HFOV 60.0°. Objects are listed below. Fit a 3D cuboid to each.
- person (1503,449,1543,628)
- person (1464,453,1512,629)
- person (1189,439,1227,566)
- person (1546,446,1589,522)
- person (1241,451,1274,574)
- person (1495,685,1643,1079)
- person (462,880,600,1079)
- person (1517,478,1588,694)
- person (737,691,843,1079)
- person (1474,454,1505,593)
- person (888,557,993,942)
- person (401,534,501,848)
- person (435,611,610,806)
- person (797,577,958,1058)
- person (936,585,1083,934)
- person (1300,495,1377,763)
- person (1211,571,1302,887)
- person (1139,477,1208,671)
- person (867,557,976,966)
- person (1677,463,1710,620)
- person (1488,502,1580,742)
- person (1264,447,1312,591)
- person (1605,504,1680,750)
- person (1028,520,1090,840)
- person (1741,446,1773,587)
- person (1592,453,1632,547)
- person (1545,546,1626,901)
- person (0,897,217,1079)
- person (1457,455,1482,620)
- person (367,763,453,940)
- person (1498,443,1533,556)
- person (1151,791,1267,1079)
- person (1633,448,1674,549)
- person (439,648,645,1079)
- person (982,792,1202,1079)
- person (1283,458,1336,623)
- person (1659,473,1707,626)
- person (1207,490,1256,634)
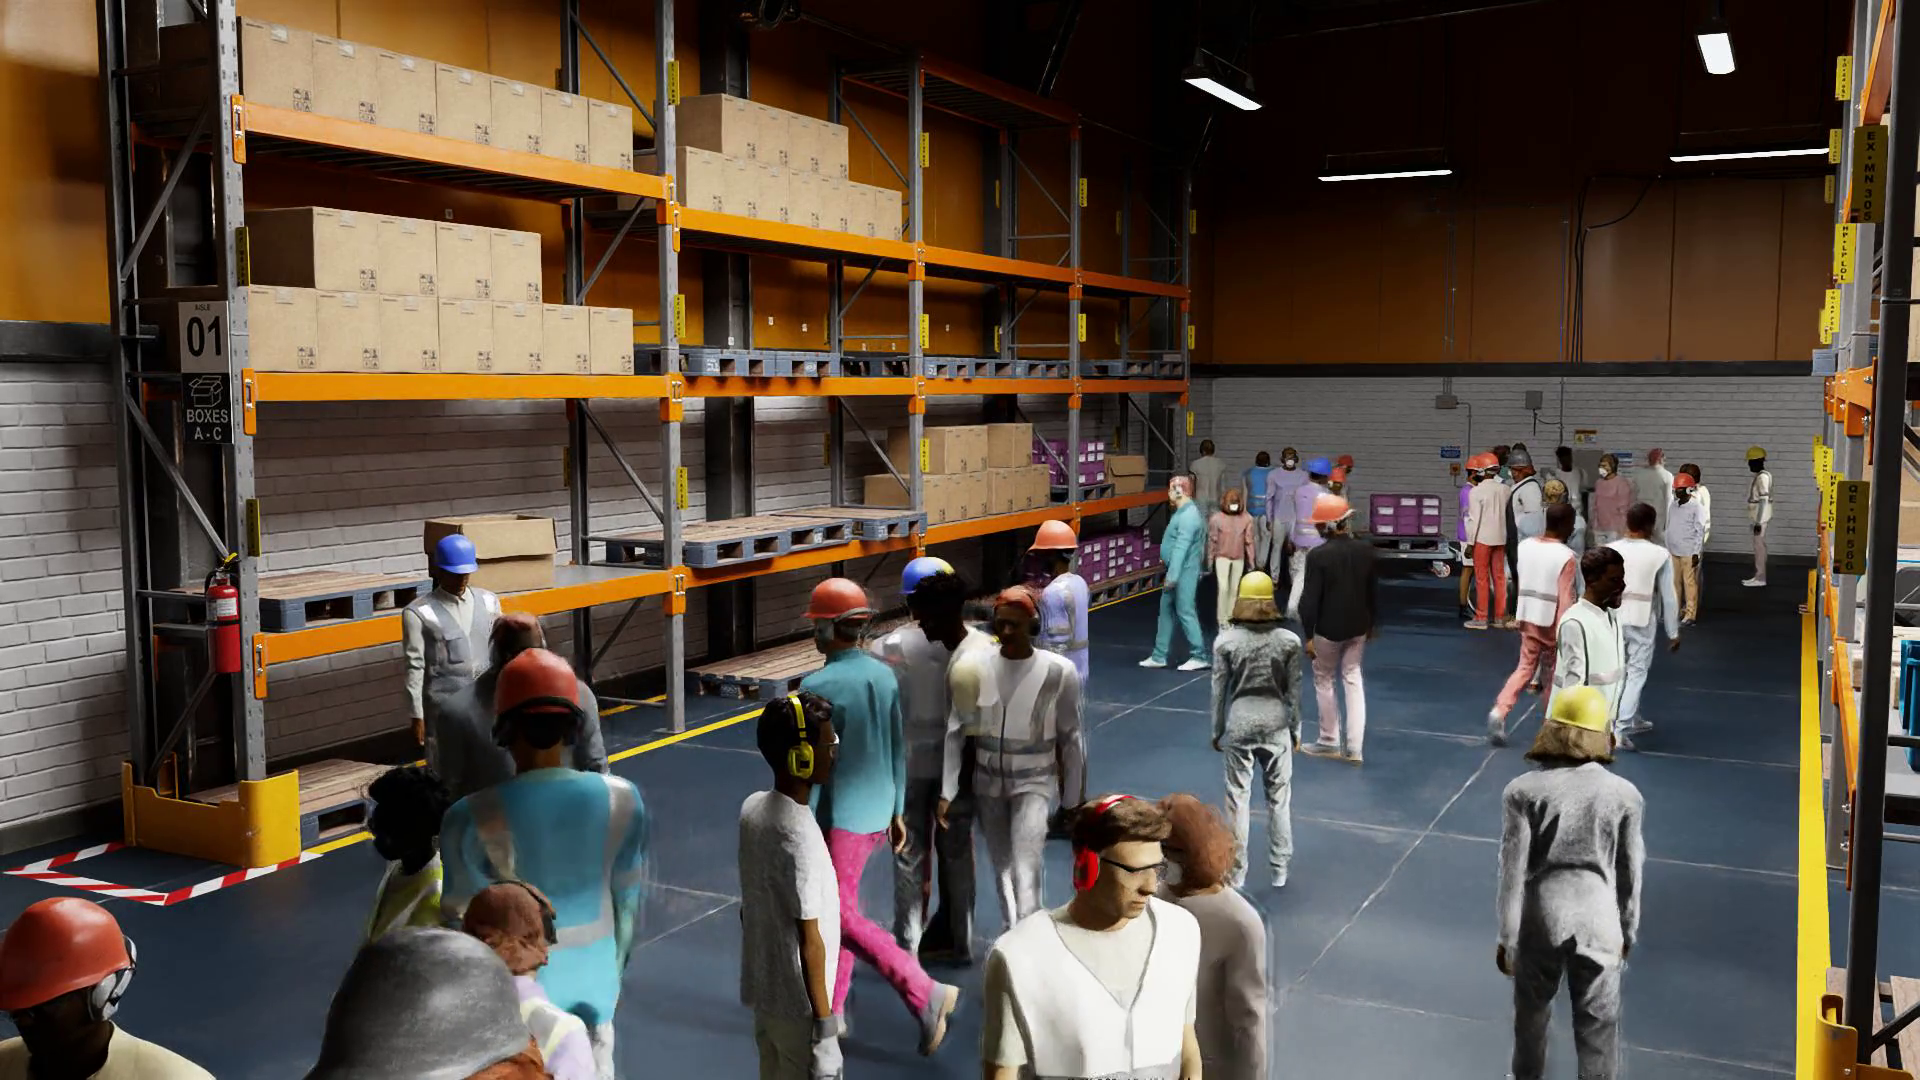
[{"bbox_3d":[6.331,-0.021,18.902,0.536,2.000,0.682,1,5,8],"label":"person"},{"bbox_3d":[5.952,0.012,18.783,0.609,1.996,0.383,-3,6,-27],"label":"person"},{"bbox_3d":[3.751,-0.565,25.300,0.635,1.938,0.360,-2,6,-20],"label":"person"},{"bbox_3d":[8.690,-0.400,23.798,0.629,1.903,0.847,1,5,10],"label":"person"},{"bbox_3d":[4.432,-0.409,24.370,0.637,1.806,0.930,2,6,16],"label":"person"},{"bbox_3d":[2.125,1.367,5.832,0.515,1.688,0.924,1,5,9],"label":"person"},{"bbox_3d":[-1.024,1.594,3.834,0.561,1.606,0.485,5,7,45],"label":"person"},{"bbox_3d":[5.249,0.417,14.737,0.629,1.940,0.373,5,7,40],"label":"person"},{"bbox_3d":[-0.471,1.369,4.859,0.329,1.872,0.511,-3,6,-28],"label":"person"},{"bbox_3d":[7.014,-0.215,22.026,0.386,1.845,0.568,-3,6,-27],"label":"person"},{"bbox_3d":[-0.117,1.041,8.082,0.589,1.927,0.369,3,6,27],"label":"person"},{"bbox_3d":[-2.813,0.926,9.321,0.419,1.932,0.617,5,7,43],"label":"person"},{"bbox_3d":[-1.690,1.214,6.592,0.653,1.854,1.013,-3,6,-32],"label":"person"},{"bbox_3d":[-0.391,1.138,6.856,0.831,1.963,0.638,3,6,30],"label":"person"},{"bbox_3d":[0.198,1.139,7.366,0.580,1.857,0.744,2,6,24],"label":"person"},{"bbox_3d":[2.783,0.647,12.108,0.724,1.964,0.618,-2,6,-22],"label":"person"},{"bbox_3d":[1.620,1.039,9.149,0.496,1.731,0.347,0,5,4],"label":"person"},{"bbox_3d":[2.095,0.330,16.010,0.655,1.871,0.704,0,5,0],"label":"person"},{"bbox_3d":[-0.157,1.053,7.858,0.615,1.942,0.407,-2,6,-18],"label":"person"},{"bbox_3d":[8.571,0.019,19.552,0.430,1.841,0.624,4,7,37],"label":"person"},{"bbox_3d":[4.429,0.639,12.710,0.868,1.877,0.631,-3,6,-28],"label":"person"},{"bbox_3d":[4.380,-0.278,22.210,0.629,1.940,0.373,0,5,-1],"label":"person"},{"bbox_3d":[5.187,0.647,12.752,1.000,1.854,0.612,-5,7,-40],"label":"person"},{"bbox_3d":[0.589,0.845,10.131,0.374,1.935,0.552,2,6,21],"label":"person"},{"bbox_3d":[10.887,-0.317,22.738,0.404,1.919,0.639,2,6,23],"label":"person"},{"bbox_3d":[7.955,-0.097,20.350,0.383,1.928,0.628,-1,5,-13],"label":"person"},{"bbox_3d":[3.295,0.982,8.760,0.373,1.917,0.595,4,7,37],"label":"person"},{"bbox_3d":[-1.756,1.568,3.320,0.560,1.753,0.329,1,5,9],"label":"person"},{"bbox_3d":[6.035,-0.030,19.553,0.358,1.937,0.544,2,6,22],"label":"person"},{"bbox_3d":[-1.528,1.469,4.828,0.372,1.698,0.543,-2,6,-21],"label":"person"},{"bbox_3d":[7.955,-0.422,23.759,0.637,1.938,0.357,-3,6,-29],"label":"person"},{"bbox_3d":[0.665,1.499,4.737,0.528,1.617,0.410,4,7,39],"label":"person"},{"bbox_3d":[9.614,-0.330,23.024,0.430,1.888,0.649,-4,6,-34],"label":"person"},{"bbox_3d":[-1.242,1.307,4.805,0.620,2.003,0.978,-4,6,-34],"label":"person"},{"bbox_3d":[0.290,1.481,3.876,0.658,1.831,0.392,-3,6,-28],"label":"person"},{"bbox_3d":[4.028,0.035,19.018,0.433,1.926,0.677,-4,6,-35],"label":"person"},{"bbox_3d":[8.257,0.109,19.028,0.326,1.751,0.559,-2,6,-18],"label":"person"},{"bbox_3d":[3.006,0.245,18.359,0.508,1.600,0.673,-1,5,-7],"label":"person"}]
